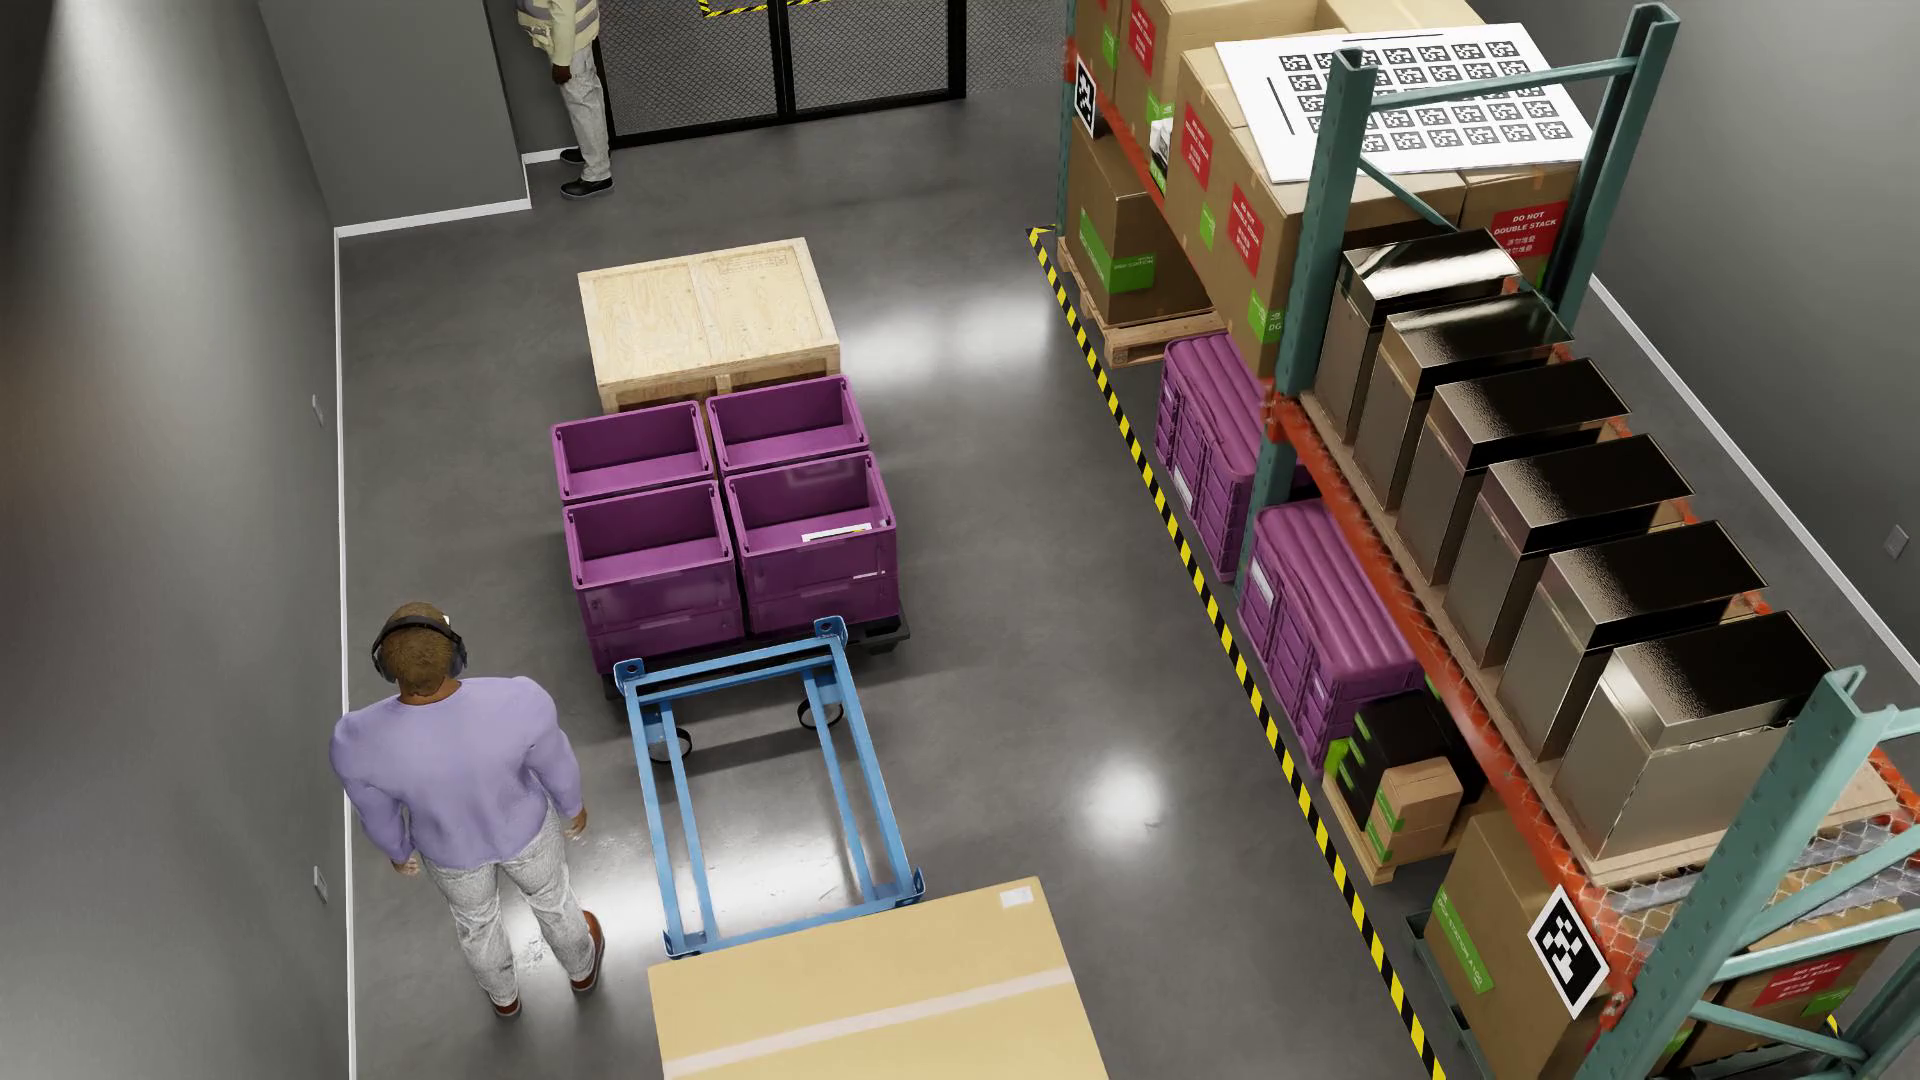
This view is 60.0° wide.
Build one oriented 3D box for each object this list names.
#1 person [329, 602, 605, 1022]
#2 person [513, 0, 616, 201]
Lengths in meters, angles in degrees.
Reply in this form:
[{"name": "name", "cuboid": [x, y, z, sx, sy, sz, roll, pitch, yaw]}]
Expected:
[{"name": "person", "cuboid": [-1.455, 0.868, 5.088, 0.636, 1.939, 0.363, -13, 49, -12]}, {"name": "person", "cuboid": [-1.994, -2.567, 8.315, 0.404, 1.833, 0.593, -6, 48, -5]}]
